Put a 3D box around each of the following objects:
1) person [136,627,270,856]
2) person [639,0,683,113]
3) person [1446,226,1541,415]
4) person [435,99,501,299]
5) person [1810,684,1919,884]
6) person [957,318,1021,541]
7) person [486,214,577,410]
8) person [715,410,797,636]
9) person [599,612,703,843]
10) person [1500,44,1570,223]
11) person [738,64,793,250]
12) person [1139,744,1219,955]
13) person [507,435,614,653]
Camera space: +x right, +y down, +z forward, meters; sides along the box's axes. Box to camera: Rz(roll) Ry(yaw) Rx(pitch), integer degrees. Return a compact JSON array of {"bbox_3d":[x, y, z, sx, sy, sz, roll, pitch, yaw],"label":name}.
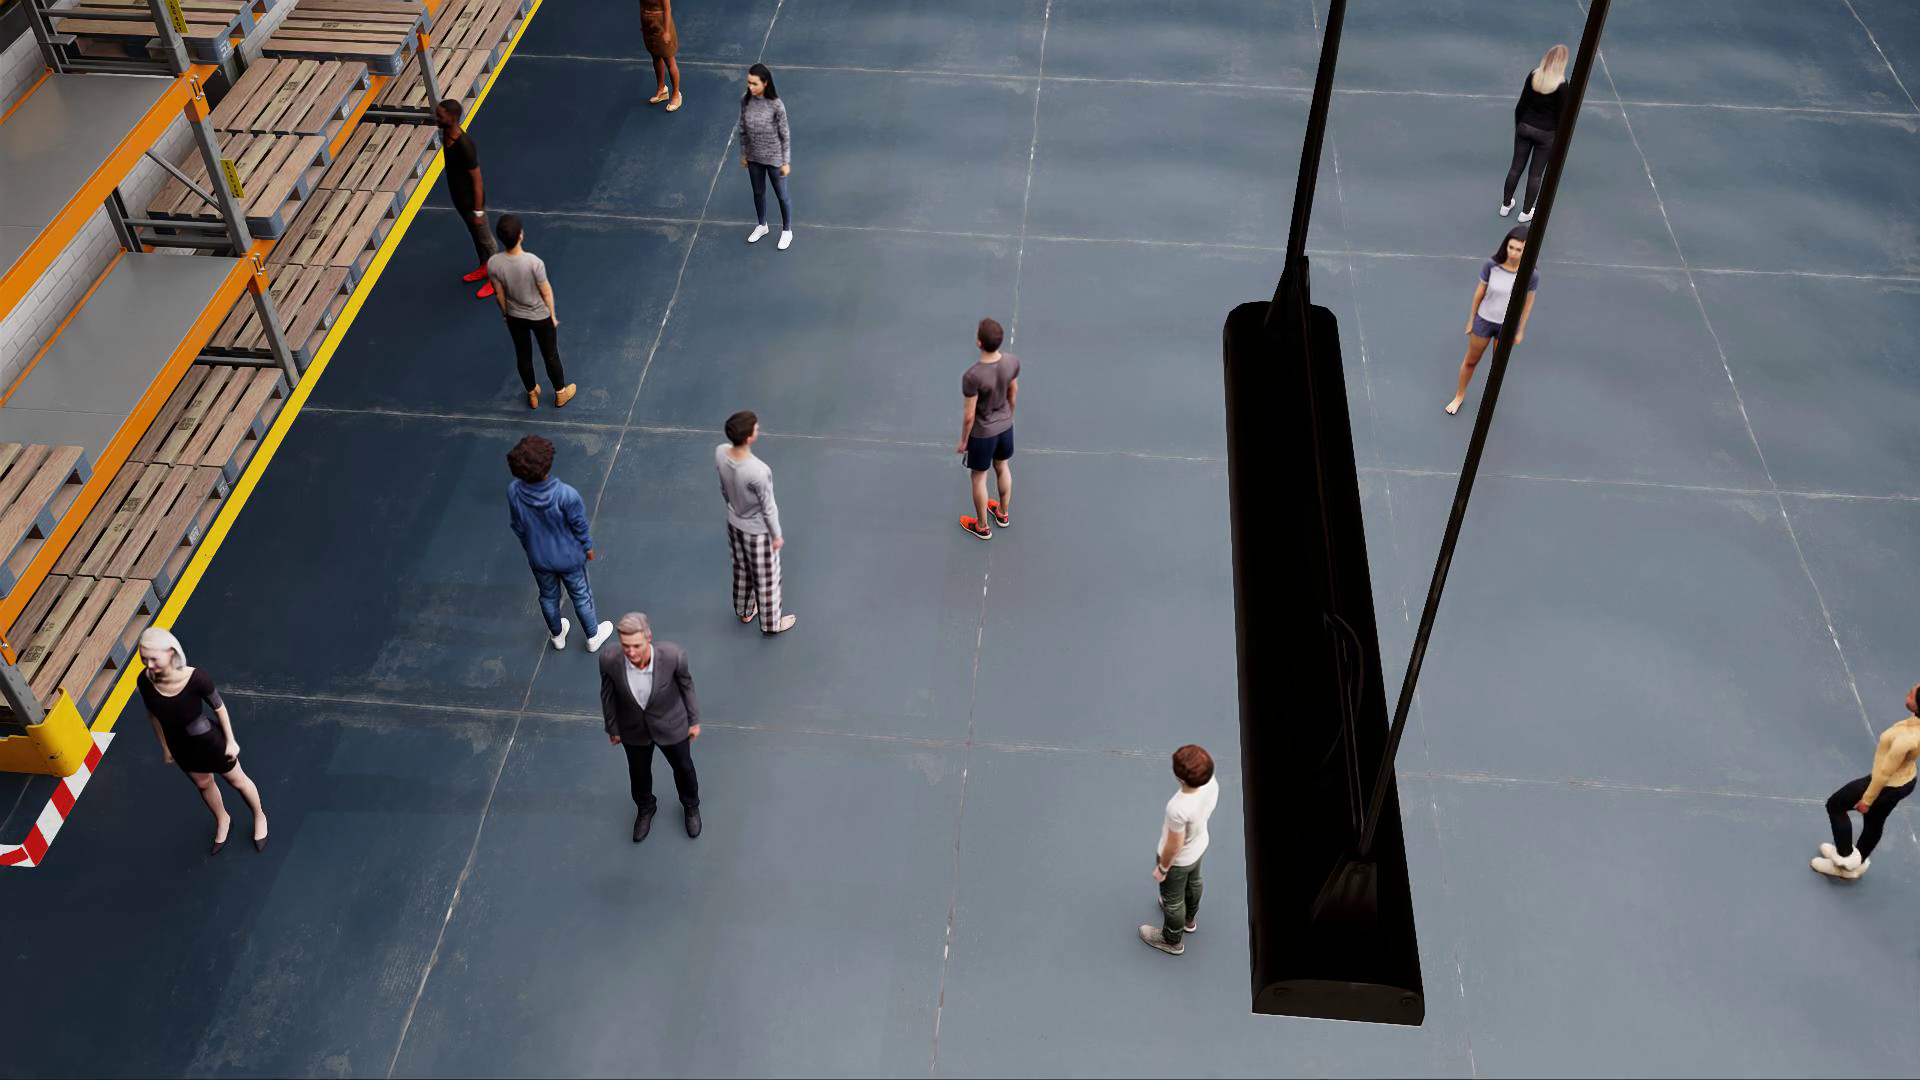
[{"bbox_3d":[-4.464,1.186,9.766,0.612,1.830,0.532,-2,44,-2],"label":"person"},{"bbox_3d":[-2.981,-5.063,16.427,0.644,1.690,0.682,33,52,30],"label":"person"},{"bbox_3d":[4.149,-1.672,12.837,0.640,1.733,0.602,17,46,17],"label":"person"},{"bbox_3d":[-4.151,-2.917,14.092,0.776,1.805,0.689,-24,49,-23],"label":"person"},{"bbox_3d":[5.421,1.459,9.609,0.705,1.651,0.733,-18,47,-18],"label":"person"},{"bbox_3d":[0.205,-0.787,11.821,0.719,1.852,0.773,-29,51,-27],"label":"person"},{"bbox_3d":[-3.368,-1.769,12.945,0.590,1.724,0.508,3,44,4],"label":"person"},{"bbox_3d":[-1.396,-0.103,11.107,0.707,1.847,0.738,32,52,29],"label":"person"},{"bbox_3d":[-1.818,1.091,9.859,0.765,1.840,0.647,-3,44,-4],"label":"person"},{"bbox_3d":[5.180,-3.658,14.955,0.698,1.686,0.729,32,52,29],"label":"person"},{"bbox_3d":[-1.700,-3.385,14.635,0.677,1.732,0.622,16,46,16],"label":"person"},{"bbox_3d":[1.249,1.731,9.321,0.727,1.654,0.628,27,50,26],"label":"person"},{"bbox_3d":[-2.671,0.045,10.978,0.669,1.811,0.568,5,44,5],"label":"person"}]
